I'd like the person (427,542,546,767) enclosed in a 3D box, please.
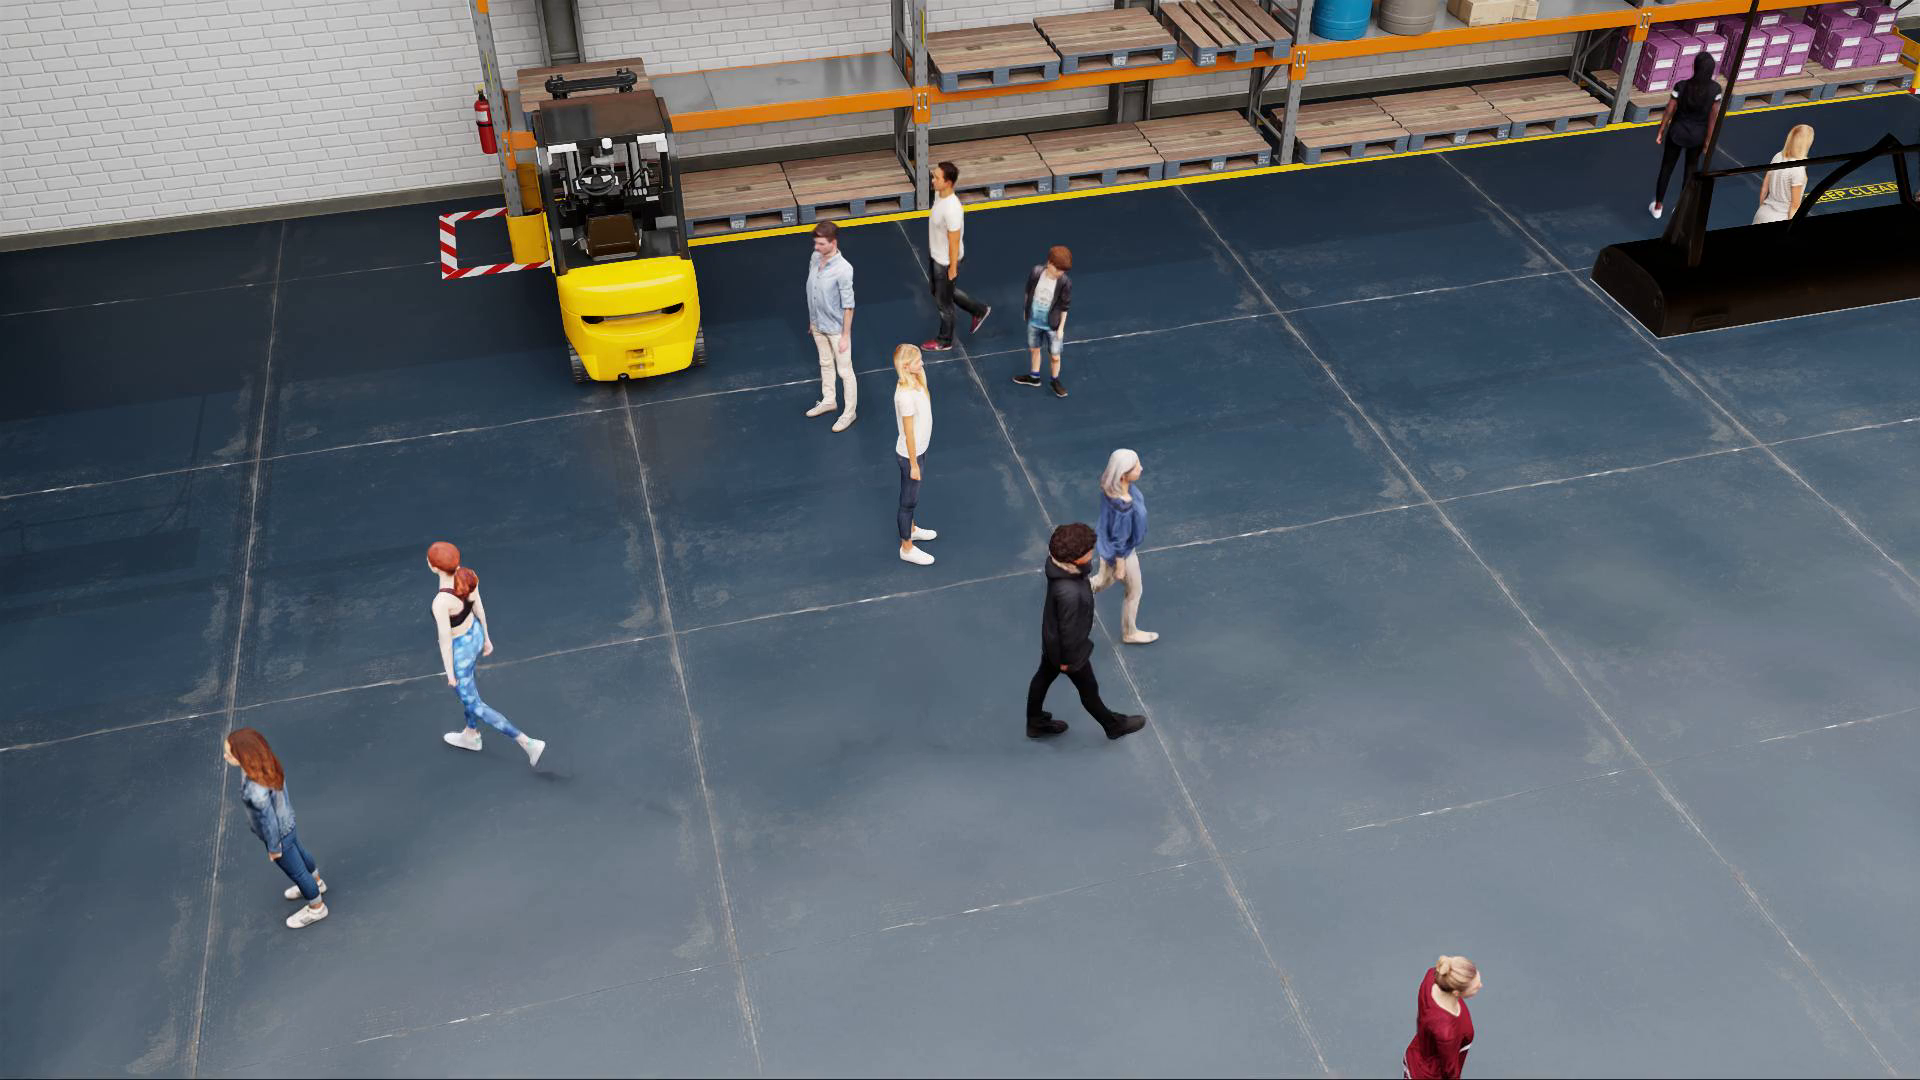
[{"bbox_3d":[-3.025,0.749,10.416,1.118,1.765,0.962,14,41,16],"label":"person"}]

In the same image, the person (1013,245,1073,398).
[{"bbox_3d":[0.683,-1.875,13.964,0.695,1.427,0.769,29,47,31],"label":"person"}]

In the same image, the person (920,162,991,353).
[{"bbox_3d":[-0.034,-2.456,14.405,0.870,1.795,0.642,-10,40,-12],"label":"person"}]

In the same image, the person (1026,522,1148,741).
[{"bbox_3d":[0.584,0.630,10.569,1.038,1.750,0.710,-5,39,-7],"label":"person"}]

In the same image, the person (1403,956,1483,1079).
[{"bbox_3d":[2.314,2.587,8.159,0.595,1.699,0.672,0,39,0],"label":"person"}]

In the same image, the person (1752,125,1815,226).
[{"bbox_3d":[7.256,-2.844,14.857,0.515,1.826,0.589,-10,40,-13],"label":"person"}]

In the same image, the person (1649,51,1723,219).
[{"bbox_3d":[7.109,-3.930,16.295,0.736,1.729,0.830,11,40,13],"label":"person"}]

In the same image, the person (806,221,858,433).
[{"bbox_3d":[-1.035,-1.756,13.478,0.728,1.847,0.731,-31,48,-33],"label":"person"}]

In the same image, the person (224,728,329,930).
[{"bbox_3d":[-3.918,1.624,9.545,0.526,1.474,0.582,-15,41,-18],"label":"person"}]

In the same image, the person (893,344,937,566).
[{"bbox_3d":[-0.358,-0.646,12.119,0.606,1.809,0.648,2,39,2],"label":"person"}]
